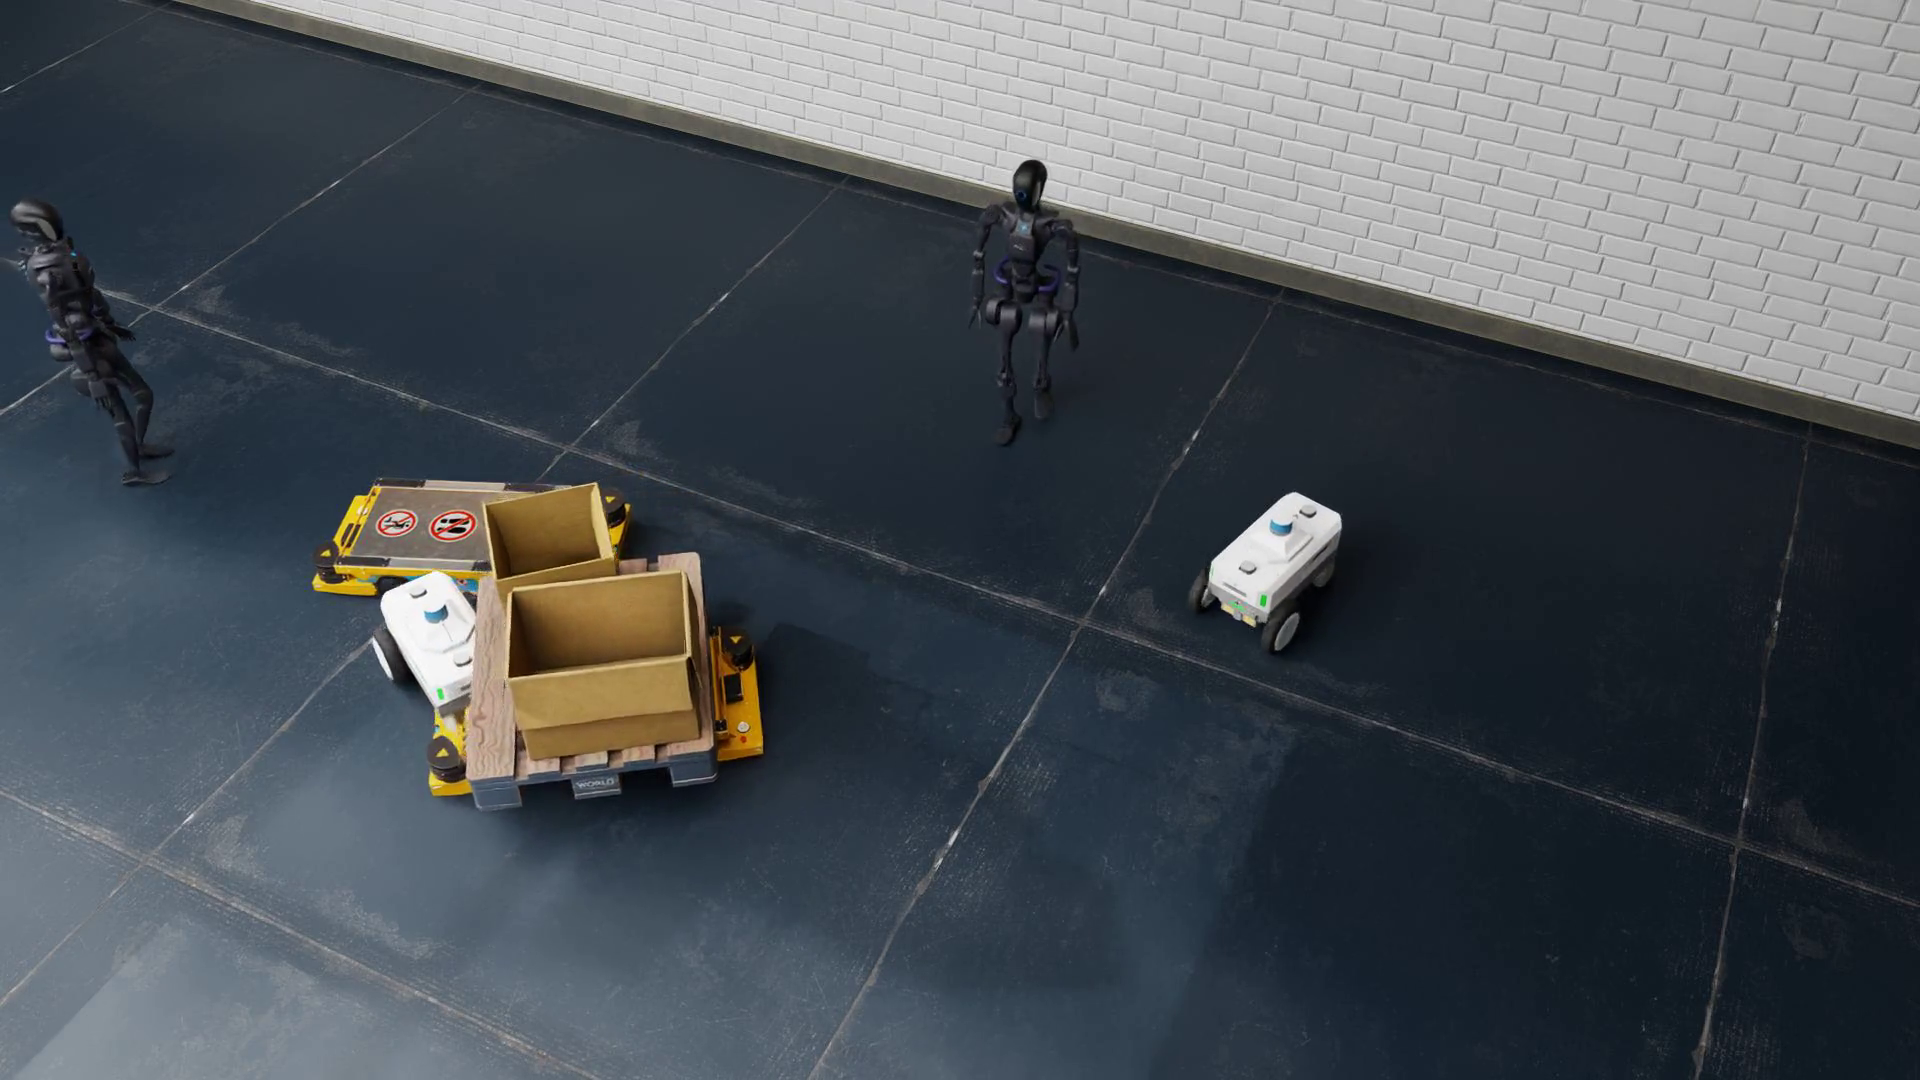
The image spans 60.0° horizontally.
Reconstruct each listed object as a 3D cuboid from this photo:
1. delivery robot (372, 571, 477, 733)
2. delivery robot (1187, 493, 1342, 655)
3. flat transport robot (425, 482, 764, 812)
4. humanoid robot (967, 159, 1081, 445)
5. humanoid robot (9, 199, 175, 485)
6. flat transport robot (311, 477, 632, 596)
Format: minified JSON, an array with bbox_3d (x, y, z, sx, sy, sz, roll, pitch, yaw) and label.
[{"bbox_3d":[-2.326,0.492,7.526,0.499,0.610,0.814,-25,49,-25],"label":"delivery robot"},{"bbox_3d":[1.477,0.133,7.911,0.499,0.608,0.786,31,51,29],"label":"delivery robot"},{"bbox_3d":[-1.621,0.759,7.436,1.431,0.231,0.659,-6,43,-7],"label":"flat transport robot"},{"bbox_3d":[0.344,-1.244,8.558,0.609,1.643,0.441,11,44,12],"label":"humanoid robot"},{"bbox_3d":[-4.291,-0.958,8.254,0.331,1.656,0.587,-10,44,-10],"label":"humanoid robot"},{"bbox_3d":[-2.408,0.006,8.249,1.431,0.231,0.659,2,43,3],"label":"flat transport robot"}]
